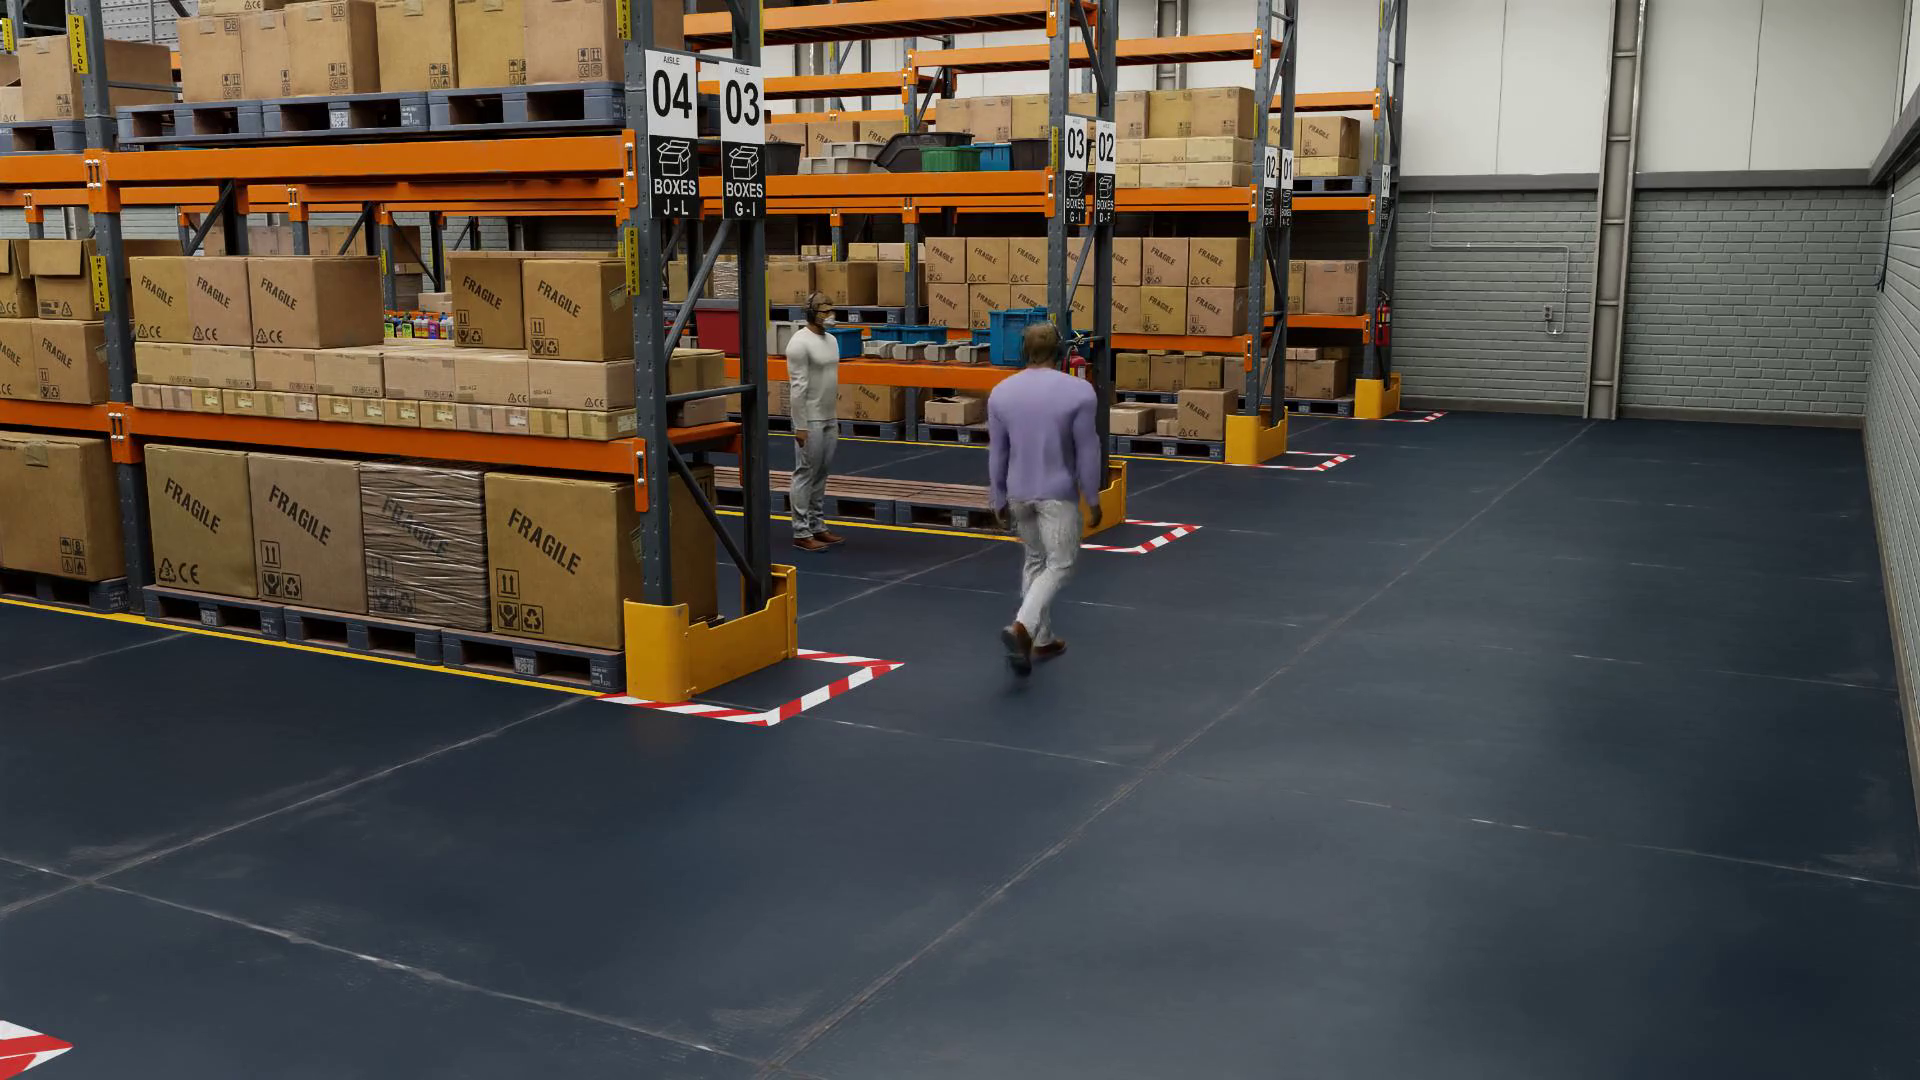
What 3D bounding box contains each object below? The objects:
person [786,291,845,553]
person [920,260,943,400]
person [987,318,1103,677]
[{"bbox_3d":[-1.078,-0.887,12.460,0.359,1.938,0.632,4,11,21],"label":"person"},{"bbox_3d":[-0.405,-2.421,20.546,0.396,2.038,0.615,4,11,23],"label":"person"},{"bbox_3d":[0.413,-0.224,8.929,0.637,1.914,0.807,6,12,31],"label":"person"}]
